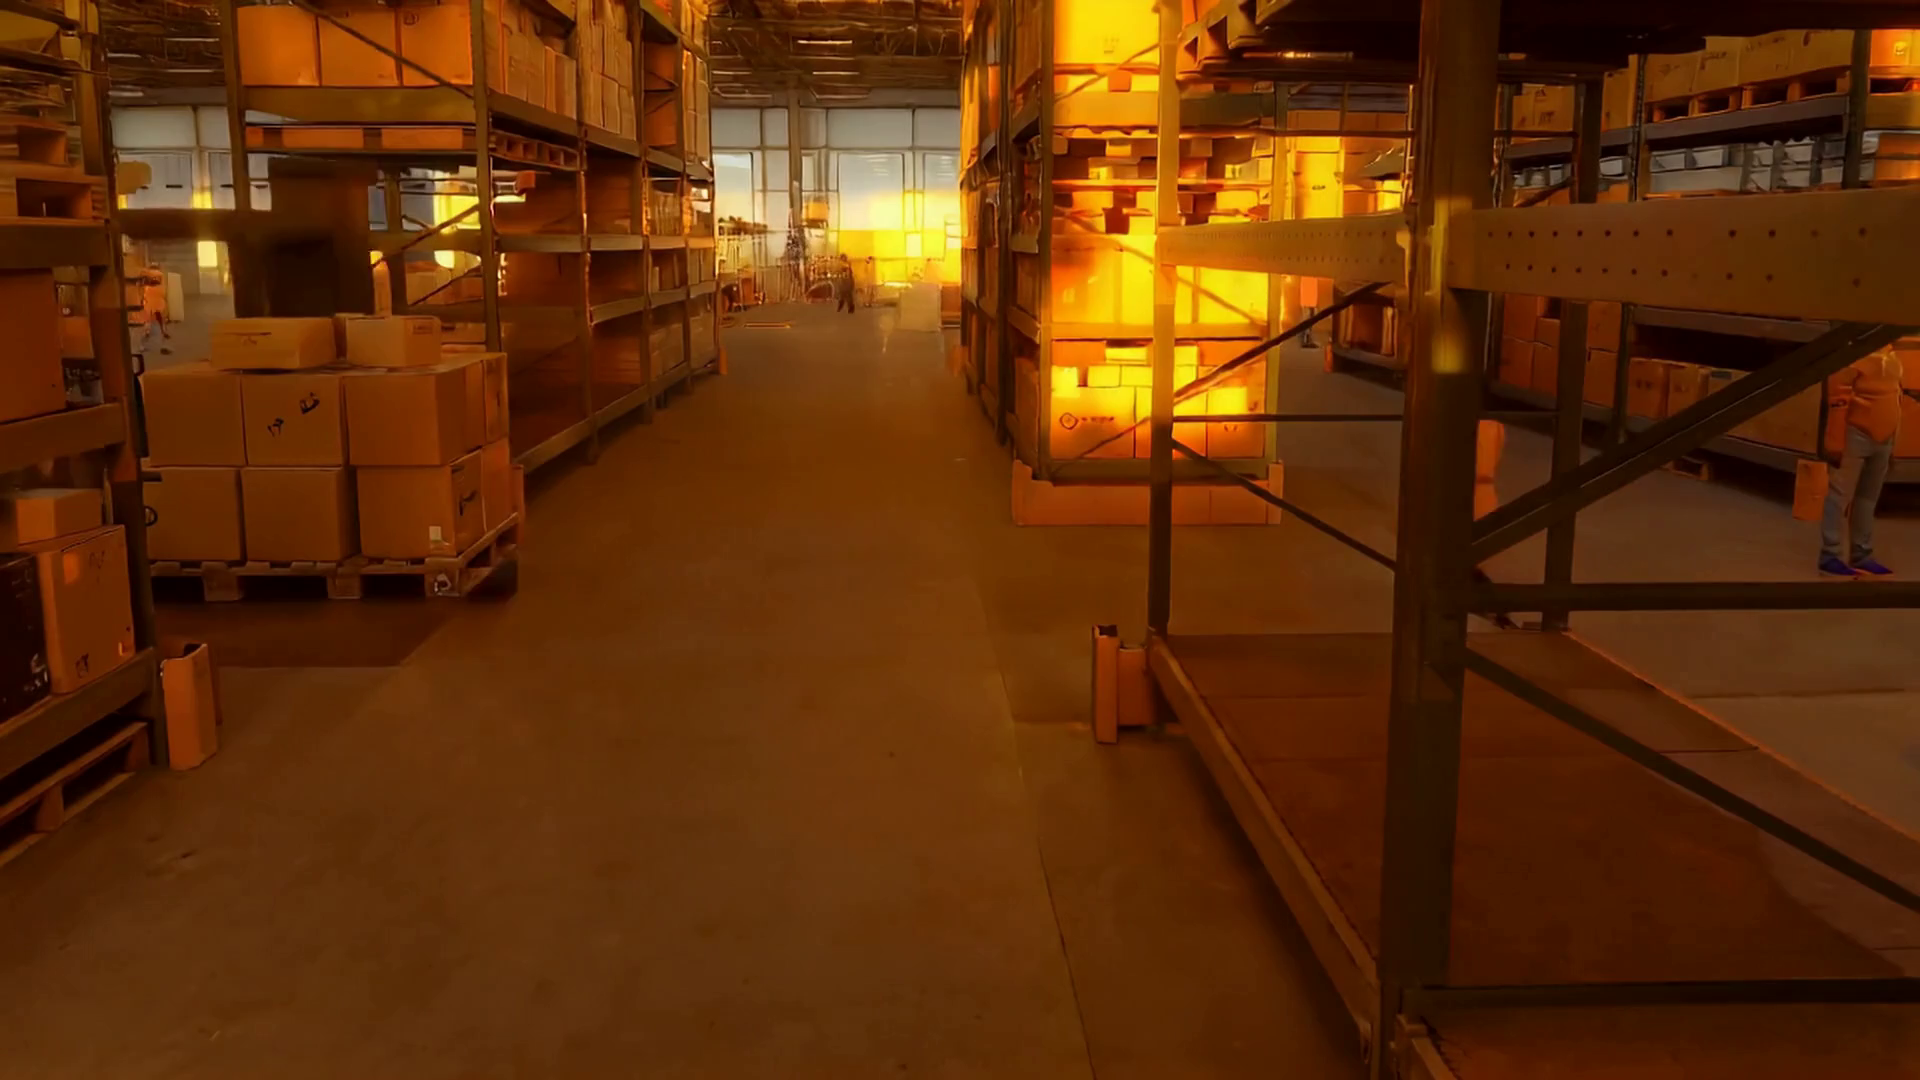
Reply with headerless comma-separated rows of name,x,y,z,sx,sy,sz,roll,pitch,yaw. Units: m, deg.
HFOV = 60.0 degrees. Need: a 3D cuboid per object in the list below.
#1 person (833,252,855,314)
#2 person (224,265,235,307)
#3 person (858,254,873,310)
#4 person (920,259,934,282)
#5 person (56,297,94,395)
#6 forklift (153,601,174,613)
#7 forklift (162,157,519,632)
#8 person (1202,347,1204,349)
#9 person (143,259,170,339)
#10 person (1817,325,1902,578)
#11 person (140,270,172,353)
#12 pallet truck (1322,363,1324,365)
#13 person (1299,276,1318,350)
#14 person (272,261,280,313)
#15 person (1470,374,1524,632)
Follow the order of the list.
person,-3.821,-8.366,54.068,0.950,2.000,0.704,4,11,22
person,-25.912,-9.217,59.441,0.945,1.806,0.545,8,13,39
person,-3.284,-8.882,57.288,0.636,1.922,0.525,-9,13,-41
person,-1.241,-10.104,64.765,0.756,1.667,0.547,-7,13,-36
person,-11.932,-2.459,22.399,0.518,1.616,0.729,-1,10,-7
forklift,-5.858,-0.811,9.639,1.873,2.768,1.129,-1,10,-3
forklift,-3.809,-0.912,10.201,1.873,2.768,1.129,0,10,-2
person,4.709,-4.652,34.431,0.884,1.645,0.538,-4,11,-21
person,-19.465,-5.808,40.158,0.565,1.918,0.637,2,10,12
person,6.344,-0.681,11.663,0.642,1.900,0.400,-5,11,-24
person,-16.962,-4.793,34.971,0.692,1.745,0.526,1,10,7
pallet truck,7.712,-4.157,30.737,1.885,1.965,0.823,3,11,16
person,7.587,-5.120,36.113,0.381,1.994,0.615,9,14,41
person,-15.709,-5.537,38.514,0.365,1.963,0.610,-2,10,-9
person,2.845,-0.142,9.238,0.540,1.679,0.568,-7,12,-33
